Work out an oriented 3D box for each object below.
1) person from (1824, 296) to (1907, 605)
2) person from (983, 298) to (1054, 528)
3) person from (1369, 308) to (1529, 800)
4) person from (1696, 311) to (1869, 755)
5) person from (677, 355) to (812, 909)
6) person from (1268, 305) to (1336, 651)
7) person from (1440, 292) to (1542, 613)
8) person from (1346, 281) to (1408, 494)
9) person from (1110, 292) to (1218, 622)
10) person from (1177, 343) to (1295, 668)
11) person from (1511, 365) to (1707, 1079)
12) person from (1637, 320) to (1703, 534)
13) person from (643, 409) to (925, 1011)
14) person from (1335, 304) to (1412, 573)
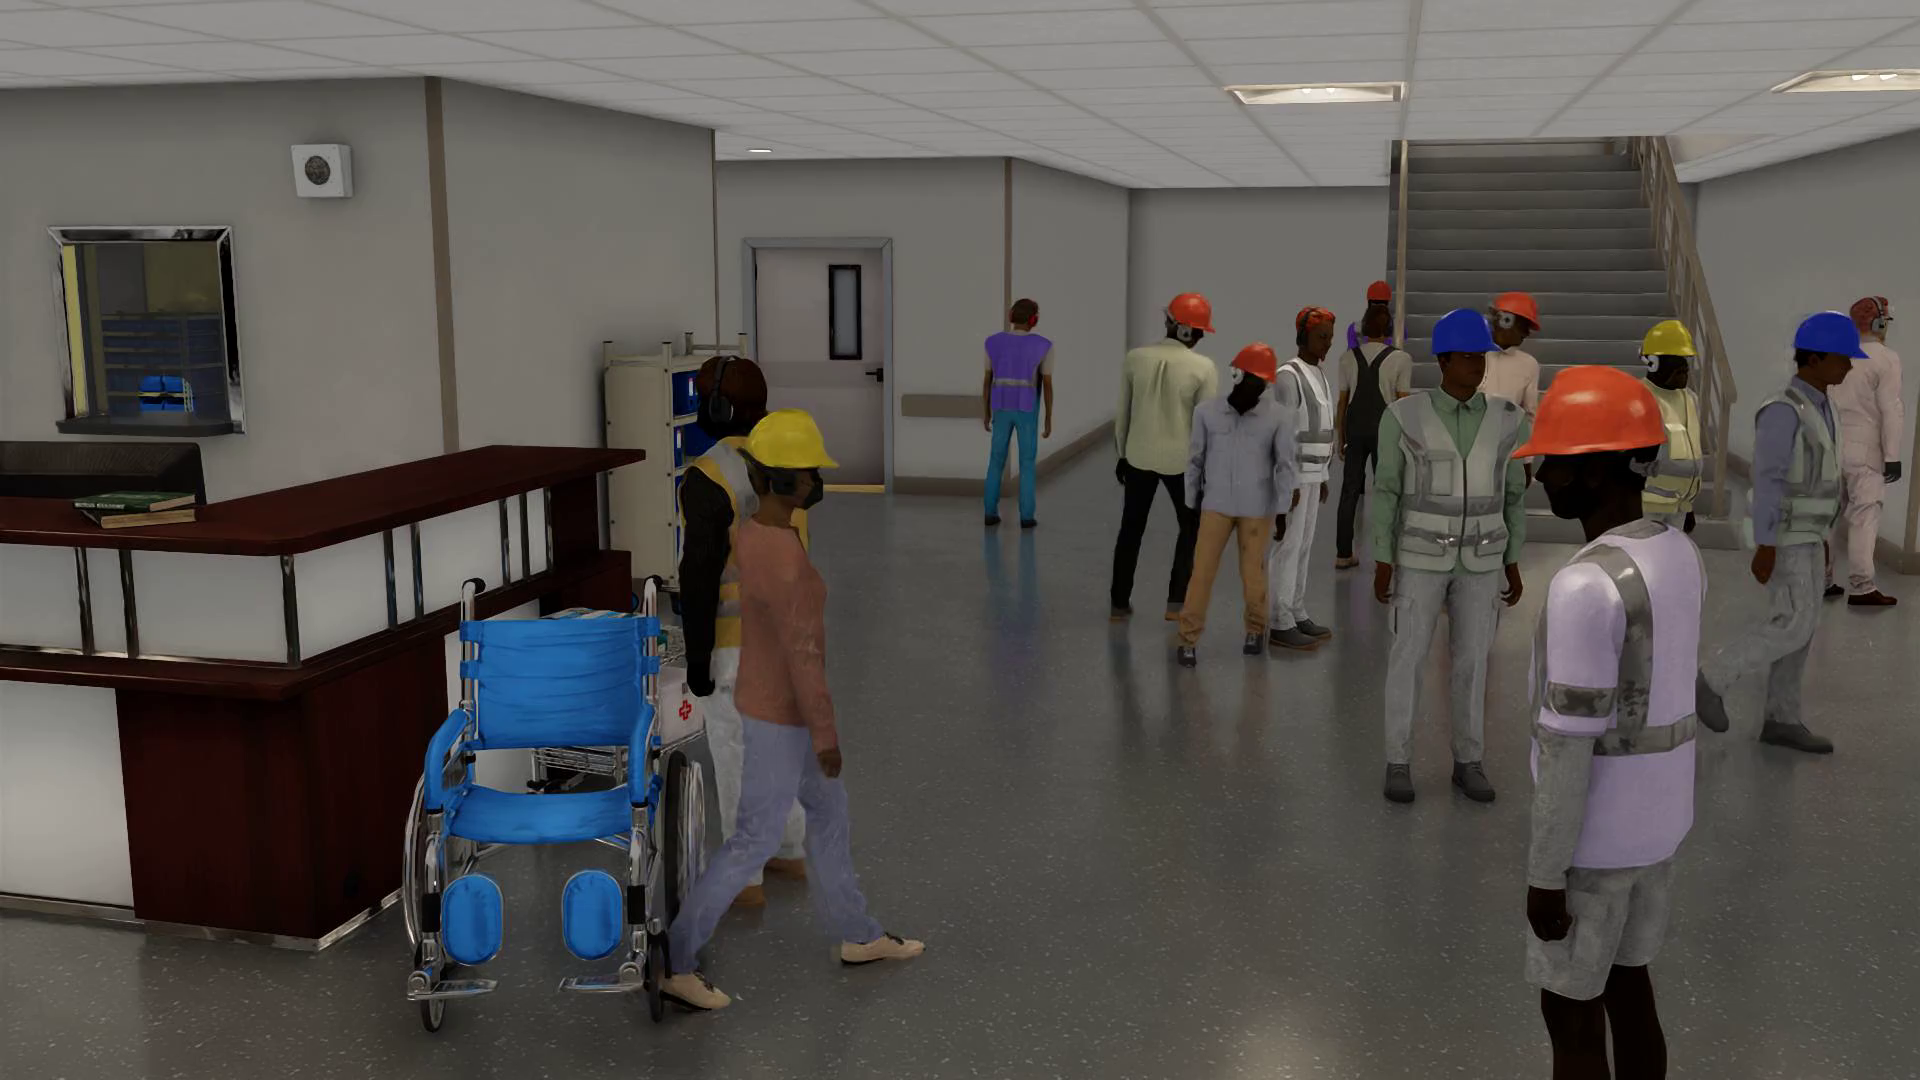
[{"bbox_3d":[5.605,-0.554,10.362,0.405,1.911,0.636,-3,10,-20],"label":"person"},{"bbox_3d":[0.456,-1.006,13.275,0.572,1.825,0.407,2,10,14],"label":"person"},{"bbox_3d":[1.930,0.065,6.588,0.614,1.950,0.375,0,10,0],"label":"person"},{"bbox_3d":[3.576,-0.029,7.221,0.543,1.925,0.644,9,13,44],"label":"person"},{"bbox_3d":[-0.726,0.304,5.556,0.431,1.836,0.618,5,11,29],"label":"person"},{"bbox_3d":[1.900,-0.347,9.212,0.355,1.886,0.572,5,11,29],"label":"person"},{"bbox_3d":[3.151,-0.495,9.932,0.661,1.948,0.435,-1,10,-8],"label":"person"},{"bbox_3d":[3.778,-1.380,15.134,0.542,1.939,0.361,2,10,10],"label":"person"},{"bbox_3d":[1.197,-0.459,9.708,0.645,1.953,0.410,5,11,26],"label":"person"},{"bbox_3d":[1.479,-0.191,8.866,0.591,1.702,0.636,3,10,16],"label":"person"},{"bbox_3d":[1.331,0.597,3.532,0.390,1.929,0.545,9,13,44],"label":"person"},{"bbox_3d":[3.559,-0.199,8.494,0.589,1.833,0.404,-6,12,-33],"label":"person"},{"bbox_3d":[-0.528,0.482,4.799,0.863,1.731,0.531,-2,10,-14],"label":"person"},{"bbox_3d":[2.824,-0.693,11.404,0.505,1.837,0.355,6,11,31],"label":"person"}]
